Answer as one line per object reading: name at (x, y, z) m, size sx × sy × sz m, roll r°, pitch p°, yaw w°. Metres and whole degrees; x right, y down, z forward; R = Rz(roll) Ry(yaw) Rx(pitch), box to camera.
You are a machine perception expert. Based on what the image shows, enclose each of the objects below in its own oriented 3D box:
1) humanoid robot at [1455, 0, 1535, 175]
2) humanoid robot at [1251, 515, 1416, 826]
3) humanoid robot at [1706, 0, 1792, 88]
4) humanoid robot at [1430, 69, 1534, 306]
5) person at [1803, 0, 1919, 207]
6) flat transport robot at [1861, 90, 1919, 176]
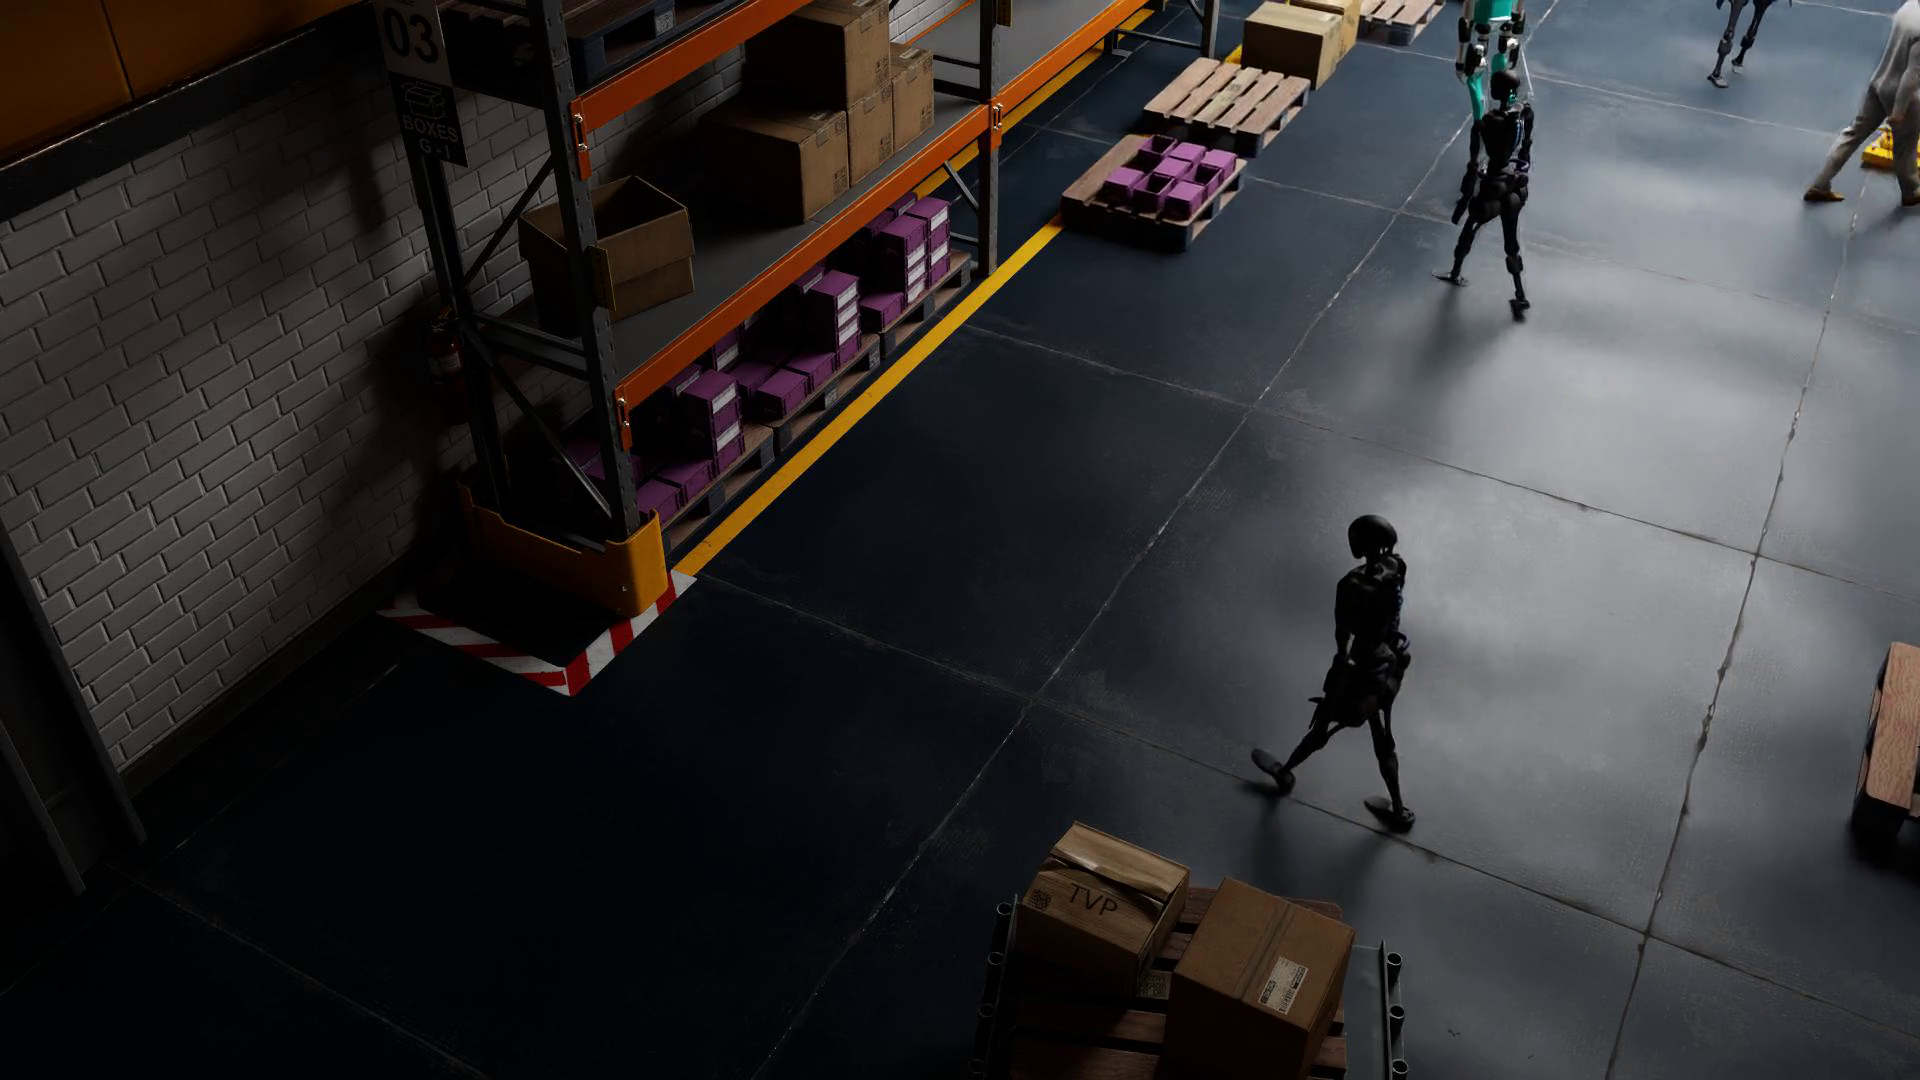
humanoid robot at (4.033, -3.489, 12.480) m, size 0.540 × 1.871 × 0.737 m, roll -10°, pitch 40°, yaw -12°
humanoid robot at (1.771, 0.575, 7.407) m, size 0.782 × 1.616 × 0.609 m, roll 28°, pitch 47°, yaw 31°
humanoid robot at (6.693, -4.659, 13.943) m, size 0.602 × 1.640 × 0.594 m, roll 7°, pitch 39°, yaw 9°
humanoid robot at (3.600, -2.325, 11.041) m, size 0.609 × 1.629 × 0.765 m, roll -21°, pitch 43°, yaw -24°
person at (6.870, -3.267, 12.049) m, size 0.981 × 1.847 × 0.578 m, roll -2°, pitch 39°, yaw -2°
flat transport robot at (7.791, -3.260, 13.294) m, size 0.659 × 0.231 × 1.431 m, roll 28°, pitch 46°, yaw 30°
